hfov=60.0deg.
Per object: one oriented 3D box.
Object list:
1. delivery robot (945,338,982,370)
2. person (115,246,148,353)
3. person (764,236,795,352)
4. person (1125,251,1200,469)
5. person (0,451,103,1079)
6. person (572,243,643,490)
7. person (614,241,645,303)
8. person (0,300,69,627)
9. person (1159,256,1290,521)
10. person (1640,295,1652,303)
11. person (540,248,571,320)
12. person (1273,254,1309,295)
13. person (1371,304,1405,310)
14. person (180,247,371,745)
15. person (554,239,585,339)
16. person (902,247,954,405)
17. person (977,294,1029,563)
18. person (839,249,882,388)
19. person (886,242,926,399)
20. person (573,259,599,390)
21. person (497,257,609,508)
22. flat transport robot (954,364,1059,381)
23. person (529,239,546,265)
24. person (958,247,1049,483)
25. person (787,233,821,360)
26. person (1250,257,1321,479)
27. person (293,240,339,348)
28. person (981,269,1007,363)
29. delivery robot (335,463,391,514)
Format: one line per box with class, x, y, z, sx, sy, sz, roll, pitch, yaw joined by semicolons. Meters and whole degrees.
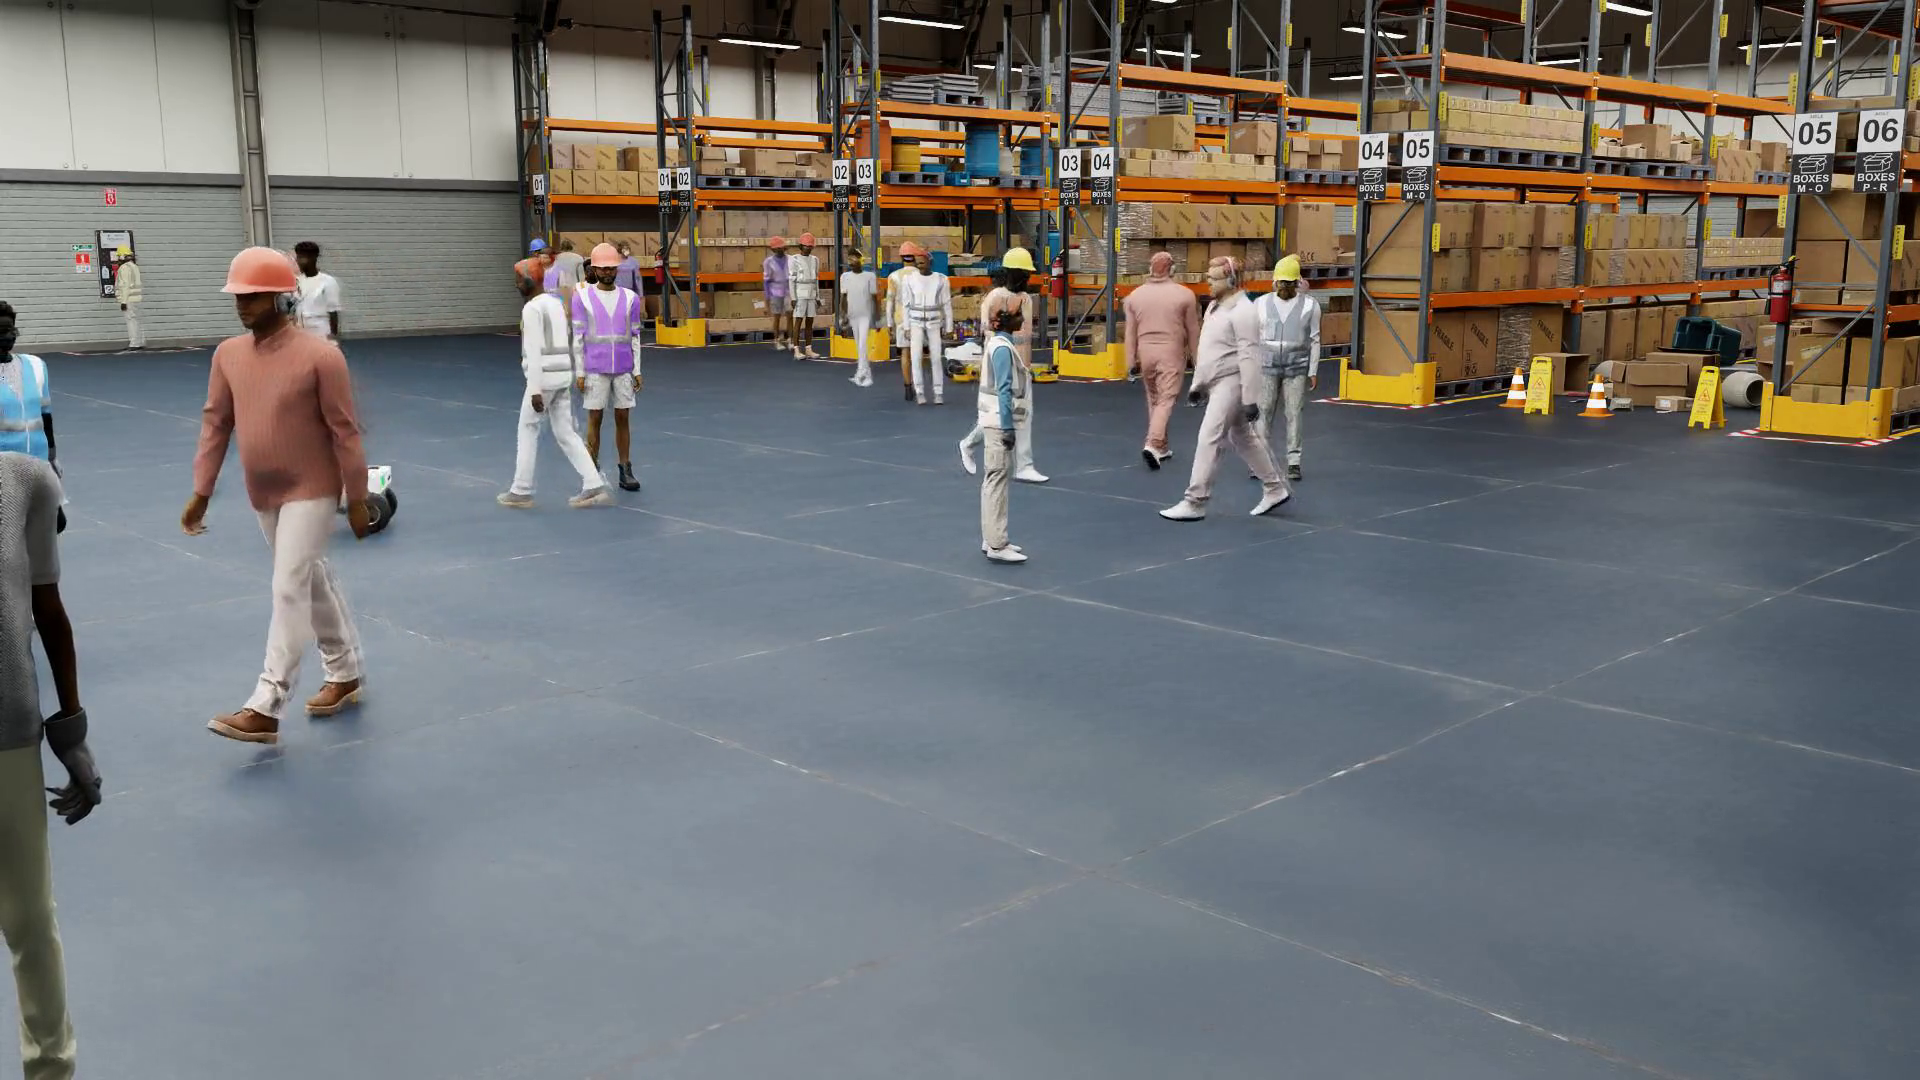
delivery robot;0.143;-2.629;23.676;0.707;0.478;0.477;1;10;3
person;-14.247;-4.119;28.520;0.403;1.816;0.622;-1;10;-7
person;-3.081;-4.236;28.702;0.613;1.973;1.021;-4;11;-21
person;1.756;-1.585;14.553;0.640;1.867;0.951;6;12;31
person;-2.083;0.450;3.469;0.512;1.866;0.319;-10;14;-43
person;-2.761;-1.356;13.101;0.545;1.938;0.362;-5;12;-26
person;-5.964;-4.399;29.810;0.960;1.891;0.644;9;14;42
person;-4.898;-0.392;8.541;0.413;1.680;0.546;5;11;25
person;1.934;-1.065;11.765;0.990;1.861;0.646;-1;10;-7
person;14.162;-5.257;34.439;0.677;1.909;0.483;2;11;9
person;-6.154;-3.502;25.146;0.516;1.810;0.567;-9;14;-40
person;4.334;-2.858;21.766;0.548;1.755;0.427;8;13;39
person;6.214;-3.280;24.165;0.504;1.730;0.406;10;14;42
person;-2.760;-0.183;6.673;0.625;1.944;0.994;4;11;23
person;-7.630;-4.901;32.449;0.657;1.929;0.415;0;10;-2
person;-0.389;-2.521;19.697;0.633;1.856;0.698;0;10;0
person;0.264;-0.696;10.314;0.314;1.641;0.515;0;10;-1
person;-1.342;-2.887;21.779;0.513;1.813;0.982;4;11;21
person;-0.615;-2.713;20.566;0.587;1.908;0.870;0;10;-3
person;-4.781;-2.807;21.668;0.530;1.697;0.322;-1;10;-7
person;-3.020;-1.160;12.298;0.846;1.849;0.588;3;11;14
flat transport robot;0.651;-2.333;23.094;1.431;0.197;0.652;1;10;5
person;-6.536;-3.739;26.096;0.410;1.936;0.610;0;10;-1
person;0.372;-1.430;13.600;0.730;1.907;0.593;8;13;37
person;-2.499;-3.955;27.005;0.382;2.038;0.606;10;14;44
person;2.668;-1.416;13.744;0.588;1.823;0.403;3;11;15
person;-6.679;-2.138;17.341;0.609;1.952;0.553;5;11;24
person;0.451;-1.846;16.495;0.538;1.681;0.651;9;14;41
delivery robot;-4.295;-0.384;11.439;0.707;0.478;0.477;-2;11;-12
